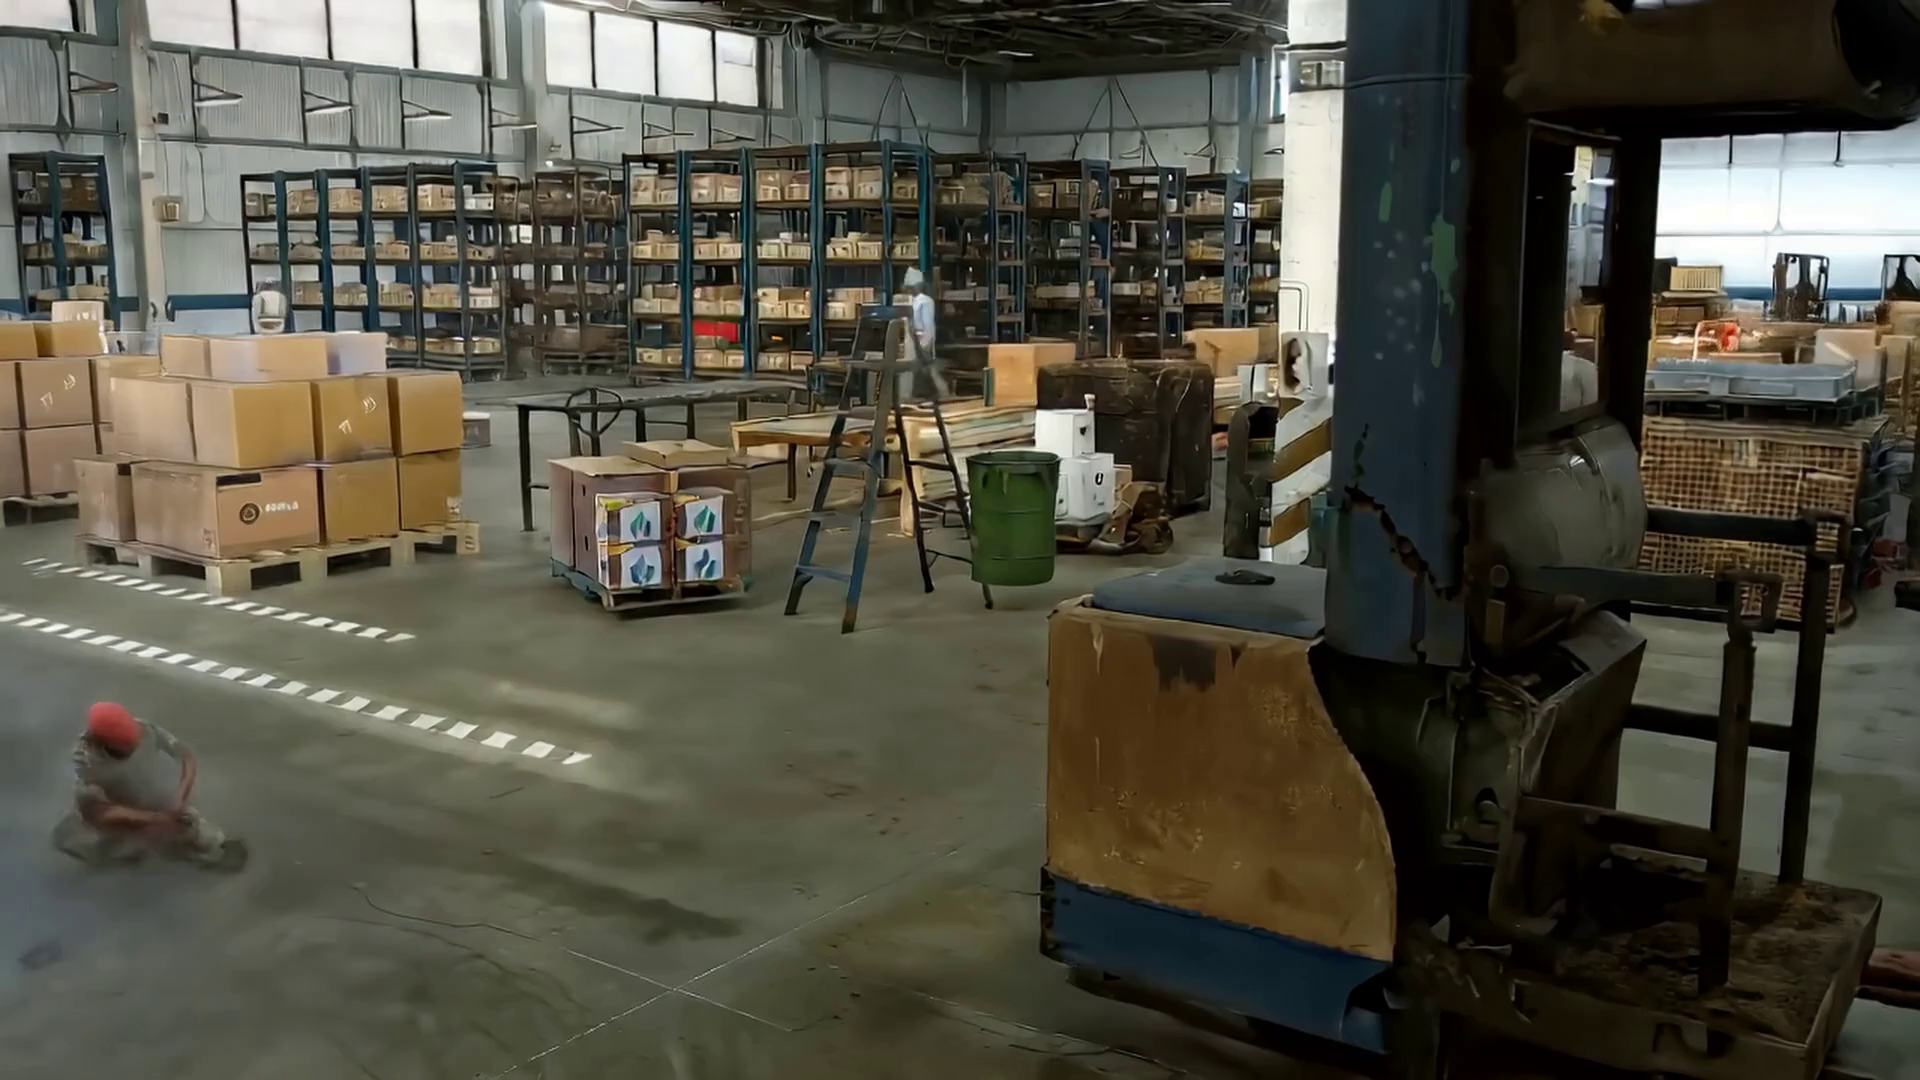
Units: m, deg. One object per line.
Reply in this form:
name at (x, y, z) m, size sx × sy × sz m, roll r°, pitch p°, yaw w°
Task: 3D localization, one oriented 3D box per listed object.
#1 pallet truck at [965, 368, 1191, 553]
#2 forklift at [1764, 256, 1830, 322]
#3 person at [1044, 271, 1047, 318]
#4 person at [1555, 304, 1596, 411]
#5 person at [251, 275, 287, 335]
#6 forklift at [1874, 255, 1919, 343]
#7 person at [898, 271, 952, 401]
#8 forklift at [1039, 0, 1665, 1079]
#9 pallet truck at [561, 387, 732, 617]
pallet truck at (0.845, -0.609, 11.869) m, size 1.630 × 1.274 × 0.653 m, roll 7°, pitch 12°, yaw 35°
forklift at (20.253, -5.854, 40.139) m, size 1.157 × 1.987 × 2.680 m, roll 7°, pitch 12°, yaw 35°
person at (1.974, -5.592, 39.986) m, size 0.580 × 1.832 × 0.404 m, roll 7°, pitch 12°, yaw 37°
person at (4.168, -0.794, 11.692) m, size 0.536 × 1.738 × 0.831 m, roll 2°, pitch 10°, yaw 10°
person at (-11.747, -3.601, 28.288) m, size 0.610 × 1.781 × 0.917 m, roll -7°, pitch 12°, yaw -36°
forklift at (22.089, -5.634, 38.796) m, size 1.157 × 1.987 × 2.680 m, roll 6°, pitch 11°, yaw 33°
person at (-0.498, -2.563, 21.755) m, size 0.995 × 1.895 × 0.629 m, roll -7°, pitch 12°, yaw -35°
forklift at (1.249, -0.137, 4.360) m, size 1.873 × 2.768 × 1.129 m, roll 7°, pitch 12°, yaw 35°
pallet truck at (-1.981, -0.274, 10.088) m, size 0.680 × 1.201 × 1.601 m, roll -5°, pitch 11°, yaw -28°
